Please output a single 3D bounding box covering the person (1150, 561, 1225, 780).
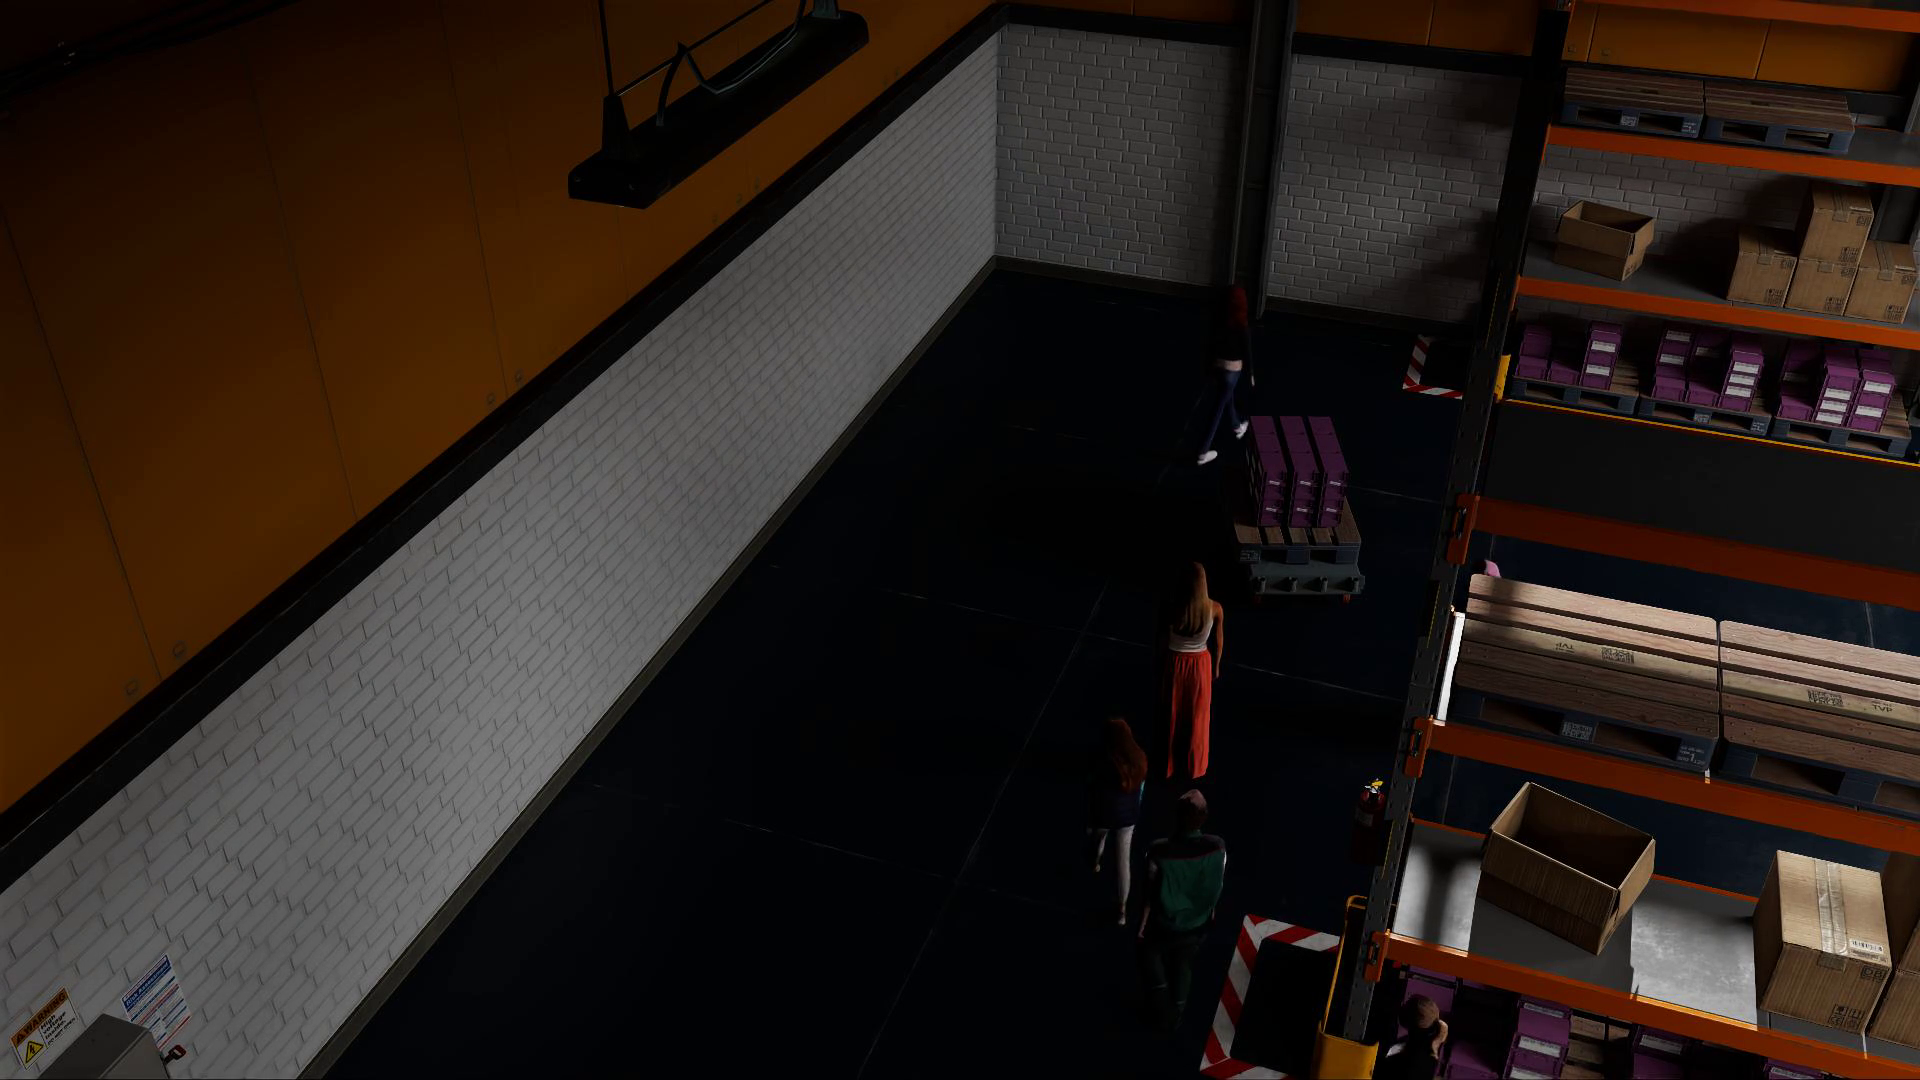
[{"bbox_3d":[1.567,0.921,11.562,0.587,1.806,0.732,4,34,6],"label":"person"}]

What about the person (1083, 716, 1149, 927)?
[{"bbox_3d":[0.992,1.789,10.566,1.009,1.463,0.956,-6,34,-9],"label":"person"}]

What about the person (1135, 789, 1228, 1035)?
[{"bbox_3d":[1.266,2.219,9.589,0.769,1.830,0.851,-6,34,-9],"label":"person"}]

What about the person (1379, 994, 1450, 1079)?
[{"bbox_3d":[2.343,3.026,8.510,0.666,1.679,0.679,18,38,25],"label":"person"}]

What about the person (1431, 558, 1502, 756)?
[{"bbox_3d":[3.699,0.816,11.875,0.969,1.634,0.871,-5,34,-8],"label":"person"}]

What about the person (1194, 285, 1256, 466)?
[{"bbox_3d":[2.362,-1.466,15.202,1.012,1.753,1.119,-26,42,-34],"label":"person"}]
